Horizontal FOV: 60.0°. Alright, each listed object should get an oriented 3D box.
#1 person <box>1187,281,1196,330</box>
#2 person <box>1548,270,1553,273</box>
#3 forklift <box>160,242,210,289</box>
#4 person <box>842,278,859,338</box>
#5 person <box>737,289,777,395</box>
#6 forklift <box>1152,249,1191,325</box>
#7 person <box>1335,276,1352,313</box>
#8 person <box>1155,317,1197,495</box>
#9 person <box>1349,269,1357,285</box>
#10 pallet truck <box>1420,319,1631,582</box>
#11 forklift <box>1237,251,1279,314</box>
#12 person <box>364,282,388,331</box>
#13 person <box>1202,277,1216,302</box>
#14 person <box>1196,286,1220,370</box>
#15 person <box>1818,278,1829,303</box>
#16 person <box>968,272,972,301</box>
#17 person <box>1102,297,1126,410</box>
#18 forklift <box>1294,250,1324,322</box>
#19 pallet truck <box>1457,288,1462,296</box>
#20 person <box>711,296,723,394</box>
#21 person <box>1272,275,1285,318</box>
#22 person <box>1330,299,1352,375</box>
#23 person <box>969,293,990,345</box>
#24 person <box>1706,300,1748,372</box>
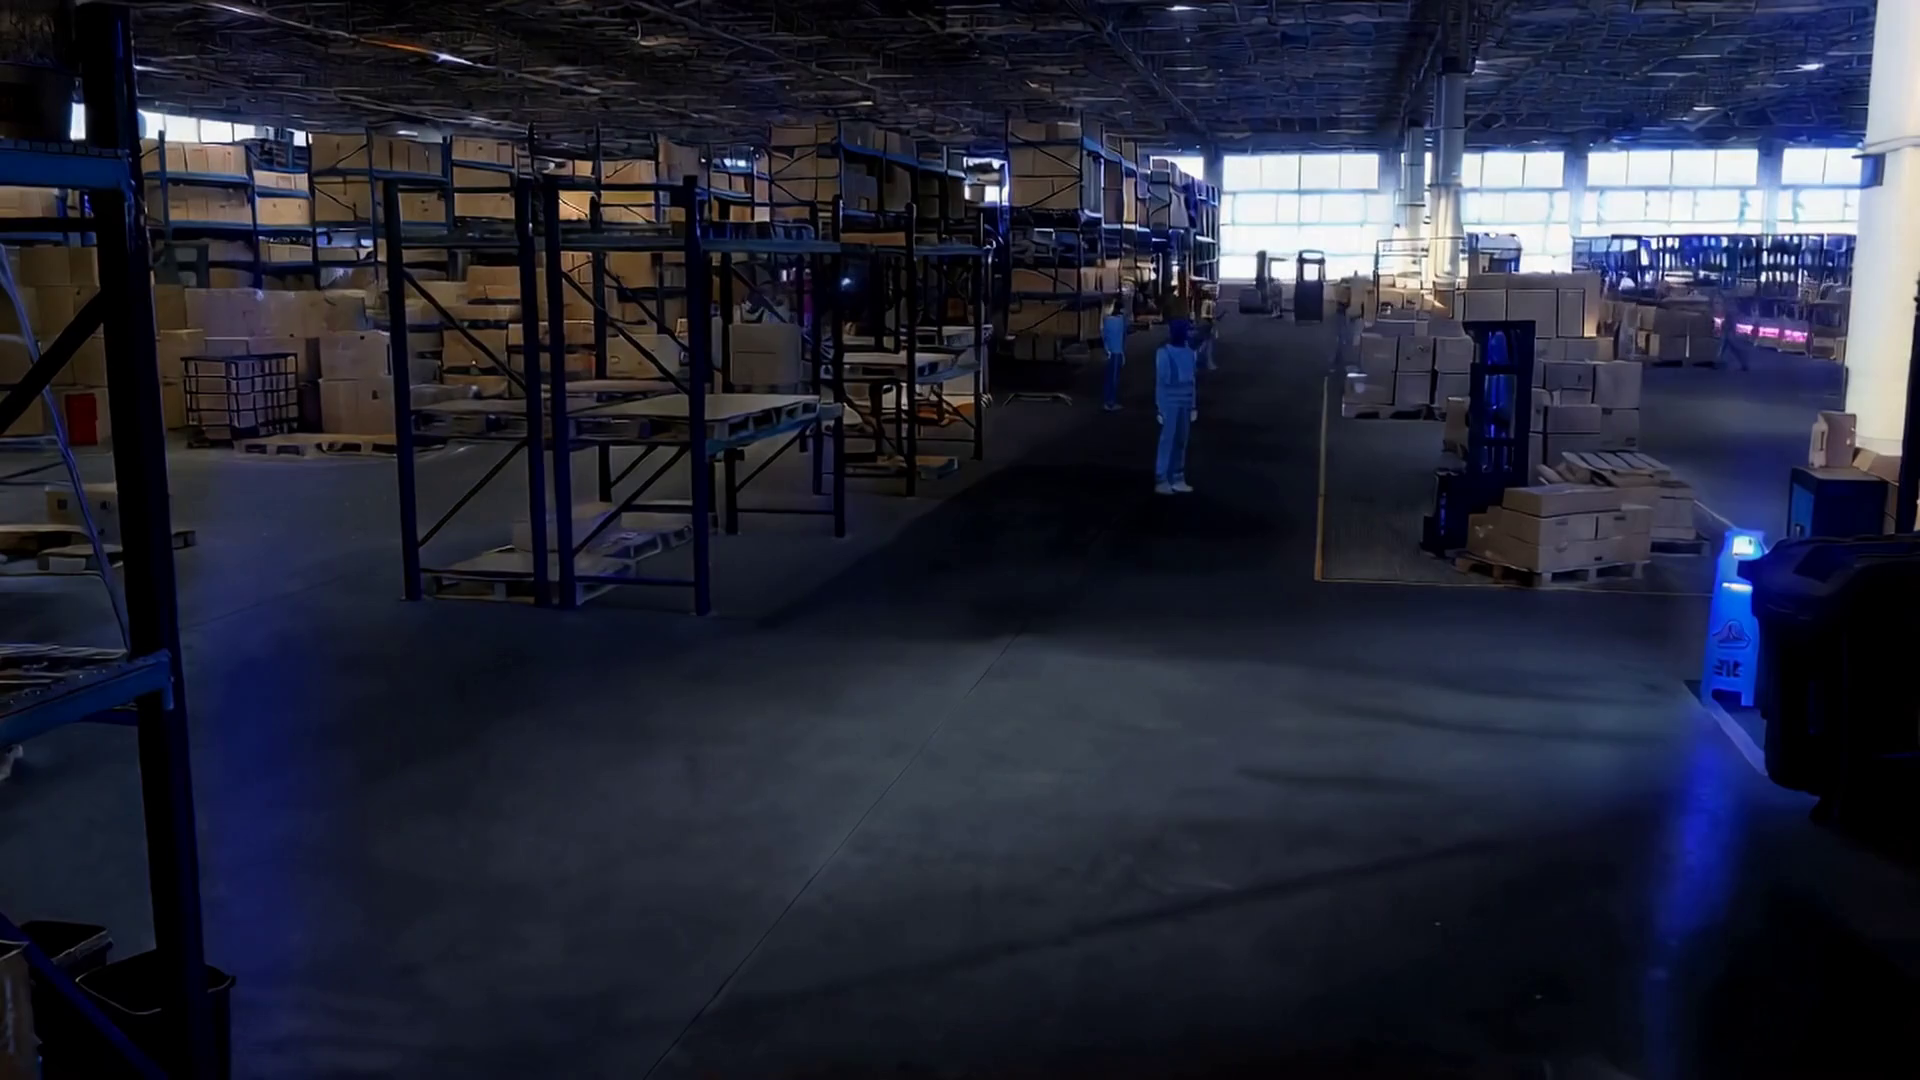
[{"bbox_3d":[8.129,-8.233,58.461,0.318,1.696,0.536,2,10,9],"label":"person"},{"bbox_3d":[28.104,-11.863,79.236,0.611,1.948,0.435,-2,10,-10],"label":"person"},{"bbox_3d":[-16.063,-4.810,34.690,1.129,2.768,1.873,2,10,12],"label":"forklift"},{"bbox_3d":[-2.833,-5.535,41.599,0.616,1.993,0.395,-2,10,-14],"label":"person"},{"bbox_3d":[-3.297,-3.097,27.028,0.677,2.000,0.963,3,10,19],"label":"person"},{"bbox_3d":[7.646,-9.320,61.395,1.873,2.768,1.129,2,10,11],"label":"forklift"},{"bbox_3d":[13.460,-8.322,58.377,0.545,1.909,0.867,3,10,16],"label":"person"},{"bbox_3d":[2.276,-1.409,17.535,0.568,1.878,0.350,-9,13,-42],"label":"person"},{"bbox_3d":[18.653,-11.831,78.884,0.397,1.992,0.622,-1,10,-9],"label":"person"},{"bbox_3d":[4.543,-0.757,13.299,0.823,1.965,1.885,-4,10,-22],"label":"pallet truck"},{"bbox_3d":[13.406,-11.495,74.273,1.873,2.768,1.129,1,10,5],"label":"forklift"},{"bbox_3d":[-14.634,-5.515,41.740,0.587,1.911,0.397,-5,11,-27],"label":"person"},{"bbox_3d":[10.143,-9.828,67.736,0.548,1.753,0.416,1,10,7],"label":"person"},{"bbox_3d":[5.424,-4.707,37.019,0.883,1.895,0.572,-5,11,-28],"label":"person"},{"bbox_3d":[34.146,-9.476,65.745,0.647,1.720,0.442,-7,12,-37],"label":"person"},{"bbox_3d":[0.500,-12.635,83.973,0.581,1.882,0.808,7,12,36],"label":"person"},{"bbox_3d":[2.554,-3.071,27.395,0.310,1.865,0.535,9,13,42],"label":"person"},{"bbox_3d":[13.778,-10.002,65.433,1.129,2.768,1.873,2,10,12],"label":"forklift"},{"bbox_3d":[20.506,-9.785,68.819,0.653,1.274,1.630,2,10,12],"label":"pallet truck"},{"bbox_3d":[-3.640,-2.605,24.412,0.627,1.941,0.370,-5,11,-26],"label":"person"},{"bbox_3d":[13.431,-10.281,70.214,0.403,1.823,0.586,-4,10,-22],"label":"person"},{"bbox_3d":[8.203,-4.335,35.607,0.567,1.619,0.523,7,12,37],"label":"person"},{"bbox_3d":[0.476,-5.344,41.352,0.550,1.686,0.369,-4,10,-23],"label":"person"},{"bbox_3d":[17.020,-4.503,36.717,0.856,1.581,0.516,4,10,21],"label":"person"}]
